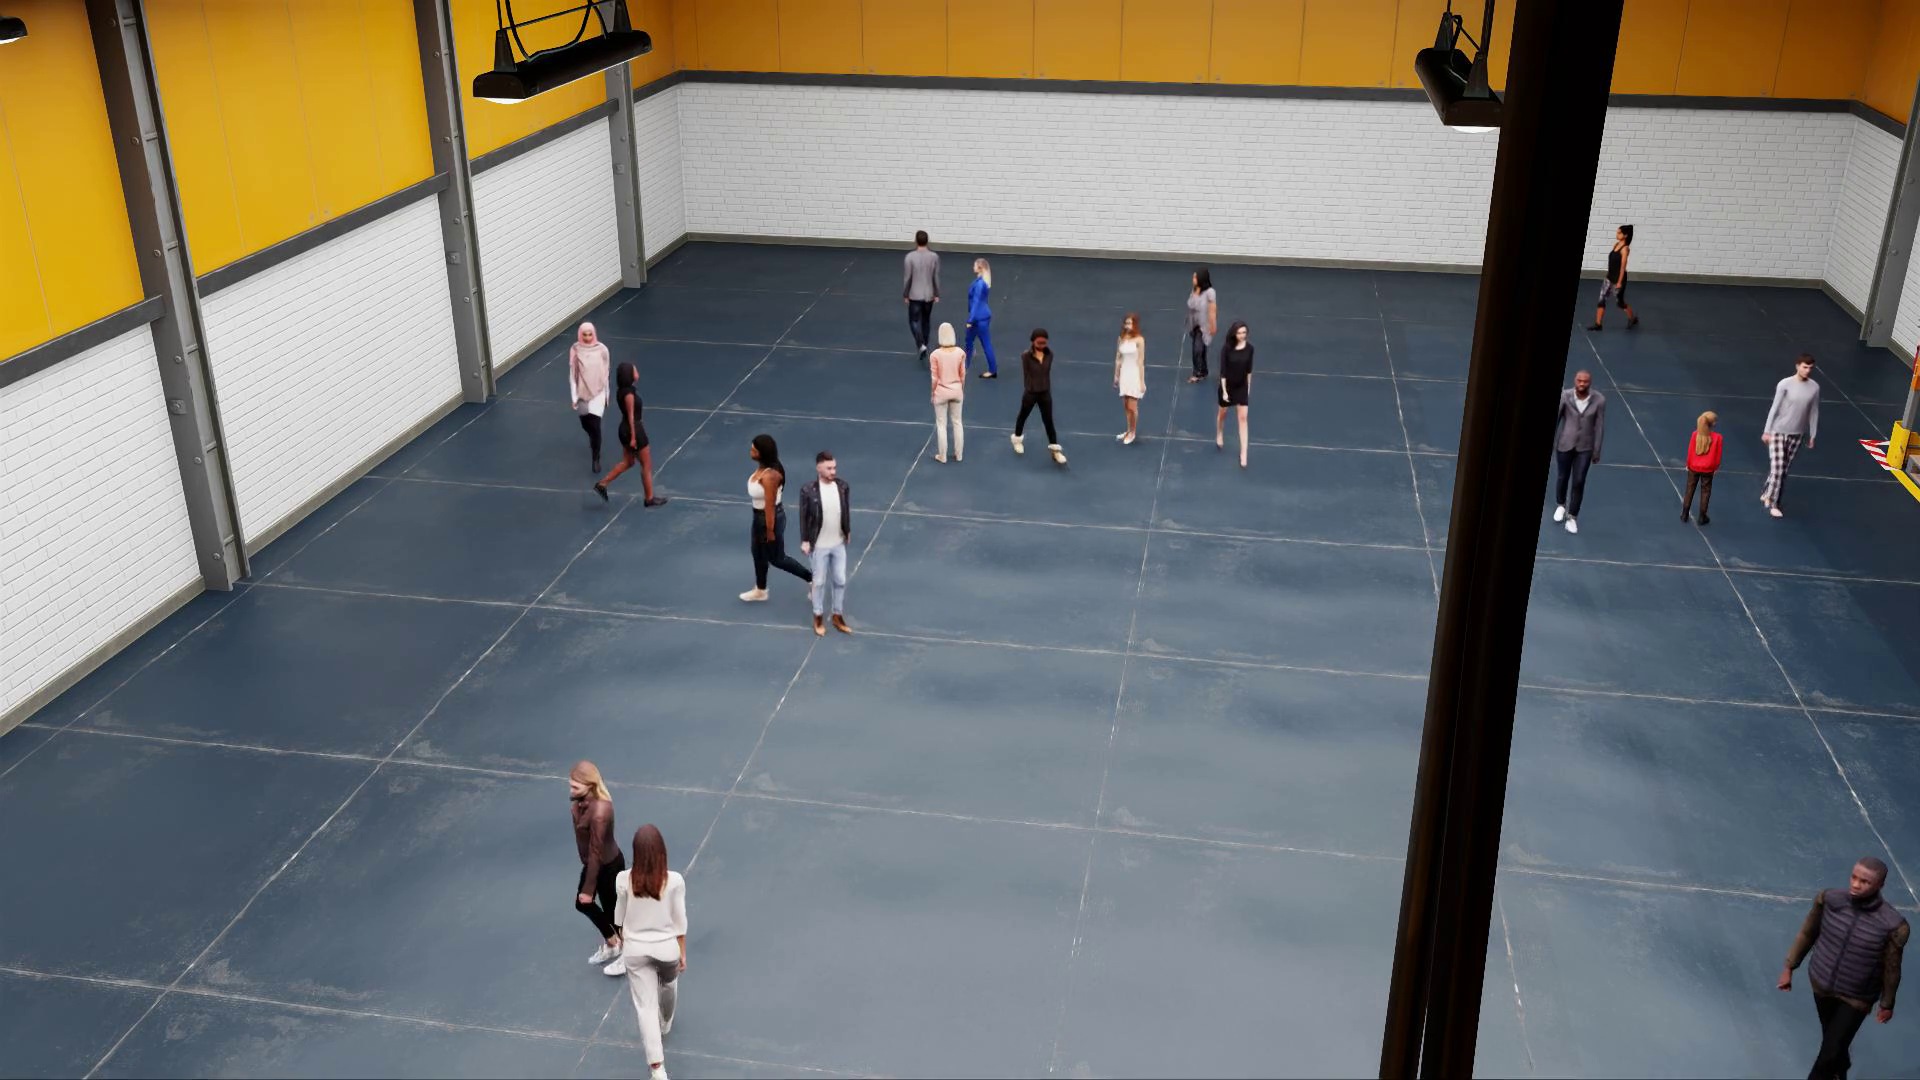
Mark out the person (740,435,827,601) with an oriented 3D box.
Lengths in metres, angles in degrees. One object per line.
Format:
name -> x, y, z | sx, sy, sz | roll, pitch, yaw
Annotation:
person -> -1.758, -0.178, 16.307 | 0.907, 1.785, 1.105 | -2, 24, -6

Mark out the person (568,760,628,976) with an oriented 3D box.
person -> -2.294, 2.168, 11.072 | 0.834, 1.681, 0.753 | -11, 26, -23

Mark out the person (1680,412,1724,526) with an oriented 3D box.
person -> 8.197, -0.804, 18.369 | 0.563, 1.281, 0.585 | 15, 28, 31

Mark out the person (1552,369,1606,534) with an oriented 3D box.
person -> 6.742, -1.026, 18.247 | 0.856, 1.786, 1.029 | 9, 25, 19

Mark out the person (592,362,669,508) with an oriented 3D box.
person -> -3.756, -1.149, 18.617 | 0.979, 1.716, 1.056 | -8, 25, -17

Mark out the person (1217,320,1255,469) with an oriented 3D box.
person -> 3.259, -1.790, 20.043 | 0.768, 1.746, 1.219 | -3, 24, -6

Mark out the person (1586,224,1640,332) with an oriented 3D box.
person -> 9.967, -3.920, 25.059 | 0.851, 1.633, 1.045 | -3, 24, -7

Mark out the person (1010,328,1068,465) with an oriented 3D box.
person -> 0.963, -1.703, 19.990 | 0.965, 1.629, 1.171 | -5, 24, -11

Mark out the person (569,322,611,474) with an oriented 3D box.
person -> -4.423, -1.741, 19.892 | 0.875, 1.778, 1.175 | -3, 24, -7

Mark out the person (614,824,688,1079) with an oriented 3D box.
person -> -1.890, 2.557, 10.211 | 0.843, 1.657, 1.170 | -4, 24, -8

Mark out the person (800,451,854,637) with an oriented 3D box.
person -> -1.288, 0.003, 15.830 | 0.795, 1.835, 0.825 | -10, 26, -22

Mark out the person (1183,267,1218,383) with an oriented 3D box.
person -> 3.407, -2.990, 22.986 | 0.882, 1.589, 0.822 | -12, 26, -25

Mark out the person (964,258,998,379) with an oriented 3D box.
person -> 0.377, -3.045, 22.996 | 0.773, 1.681, 0.894 | 1, 24, 1

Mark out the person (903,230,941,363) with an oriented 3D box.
person -> -0.541, -3.468, 23.754 | 1.008, 1.848, 1.225 | -6, 24, -14

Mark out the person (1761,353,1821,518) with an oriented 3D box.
person -> 9.247, -1.229, 18.658 | 0.762, 1.828, 0.946 | 0, 24, -1

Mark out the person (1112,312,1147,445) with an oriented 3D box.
person -> 2.169, -2.016, 20.635 | 0.857, 1.687, 0.807 | -17, 29, -33

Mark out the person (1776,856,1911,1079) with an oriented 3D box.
person -> 5.278, 2.641, 9.850 | 1.219, 1.793, 1.173 | -15, 28, -30

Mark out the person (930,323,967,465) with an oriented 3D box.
person -> -0.148, -1.775, 20.038 | 0.681, 1.724, 0.679 | -8, 25, -17
